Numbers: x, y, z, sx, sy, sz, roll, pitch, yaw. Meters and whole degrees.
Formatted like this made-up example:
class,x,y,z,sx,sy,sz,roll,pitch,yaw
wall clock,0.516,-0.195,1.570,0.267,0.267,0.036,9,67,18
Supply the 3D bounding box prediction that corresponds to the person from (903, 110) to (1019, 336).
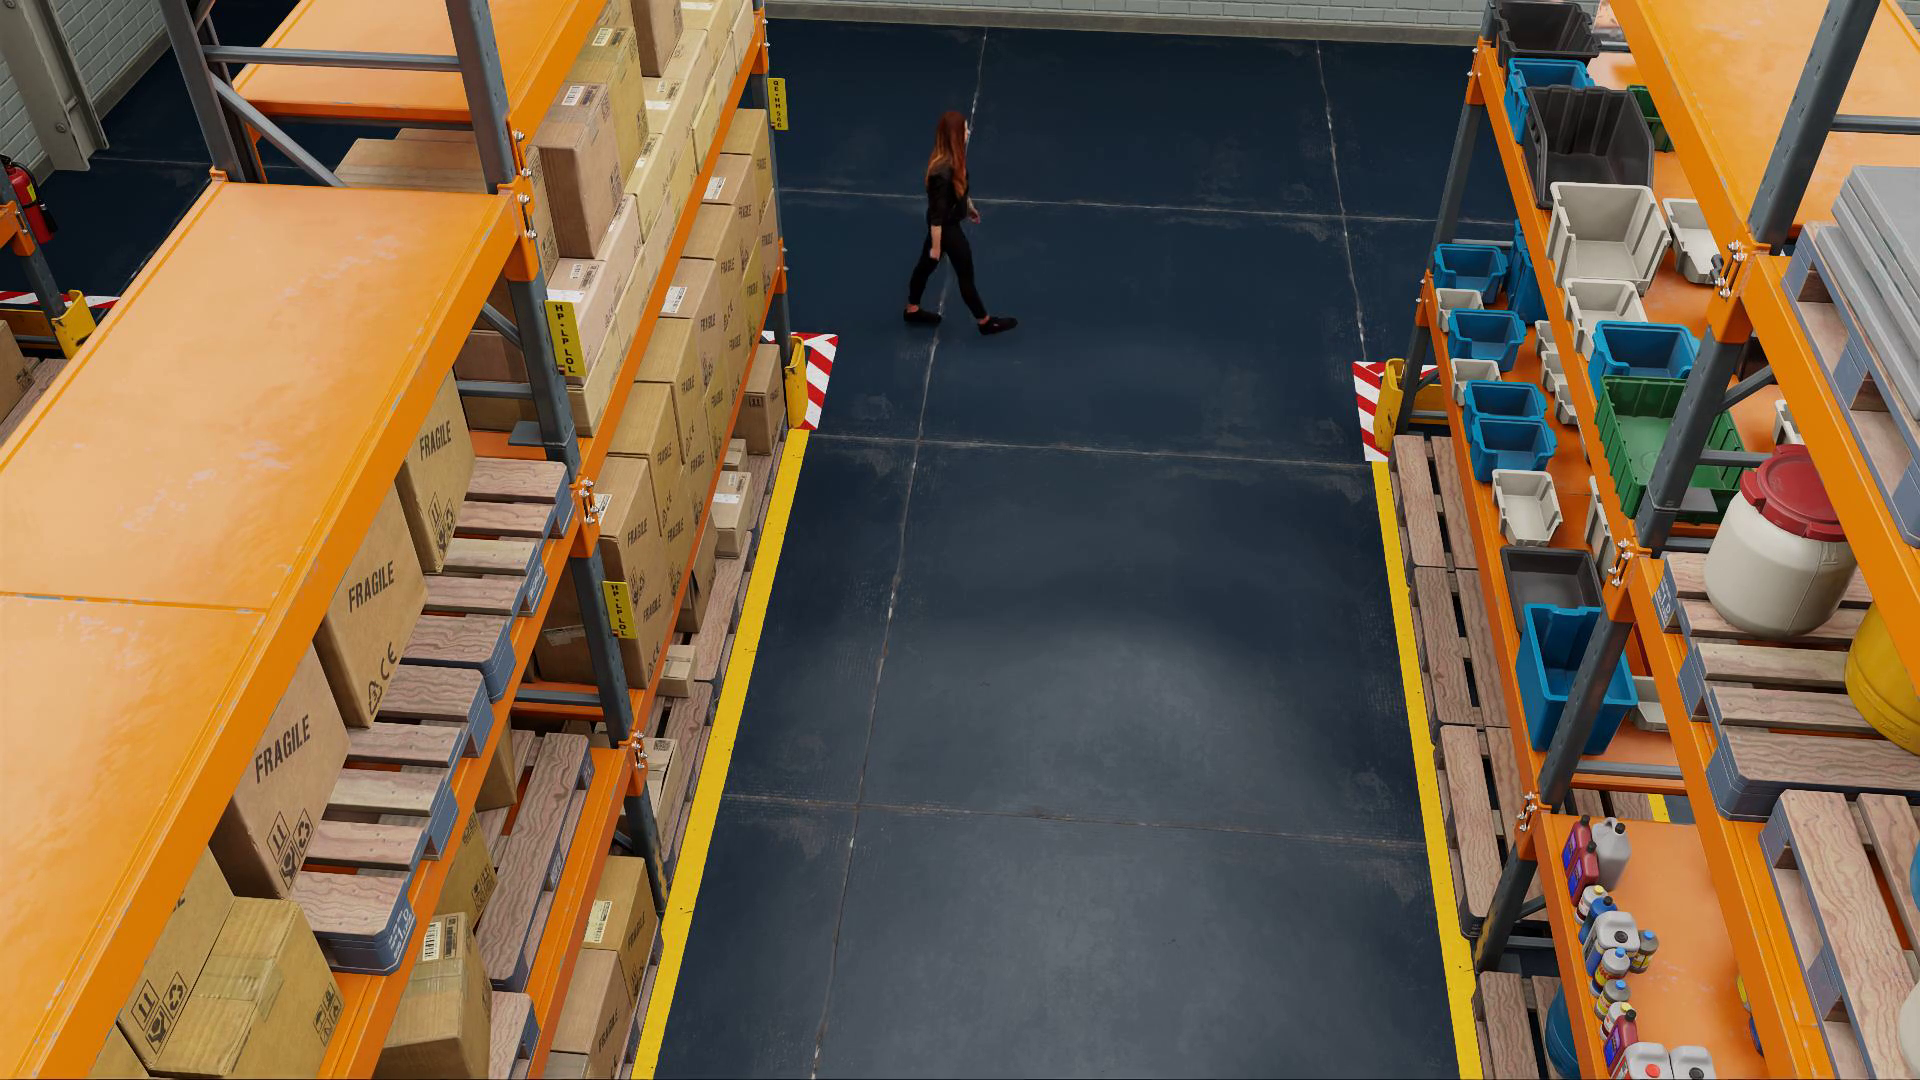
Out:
class,x,y,z,sx,sy,sz,roll,pitch,yaw
person,-0.199,-2.130,11.263,0.713,1.677,0.978,1,43,1
